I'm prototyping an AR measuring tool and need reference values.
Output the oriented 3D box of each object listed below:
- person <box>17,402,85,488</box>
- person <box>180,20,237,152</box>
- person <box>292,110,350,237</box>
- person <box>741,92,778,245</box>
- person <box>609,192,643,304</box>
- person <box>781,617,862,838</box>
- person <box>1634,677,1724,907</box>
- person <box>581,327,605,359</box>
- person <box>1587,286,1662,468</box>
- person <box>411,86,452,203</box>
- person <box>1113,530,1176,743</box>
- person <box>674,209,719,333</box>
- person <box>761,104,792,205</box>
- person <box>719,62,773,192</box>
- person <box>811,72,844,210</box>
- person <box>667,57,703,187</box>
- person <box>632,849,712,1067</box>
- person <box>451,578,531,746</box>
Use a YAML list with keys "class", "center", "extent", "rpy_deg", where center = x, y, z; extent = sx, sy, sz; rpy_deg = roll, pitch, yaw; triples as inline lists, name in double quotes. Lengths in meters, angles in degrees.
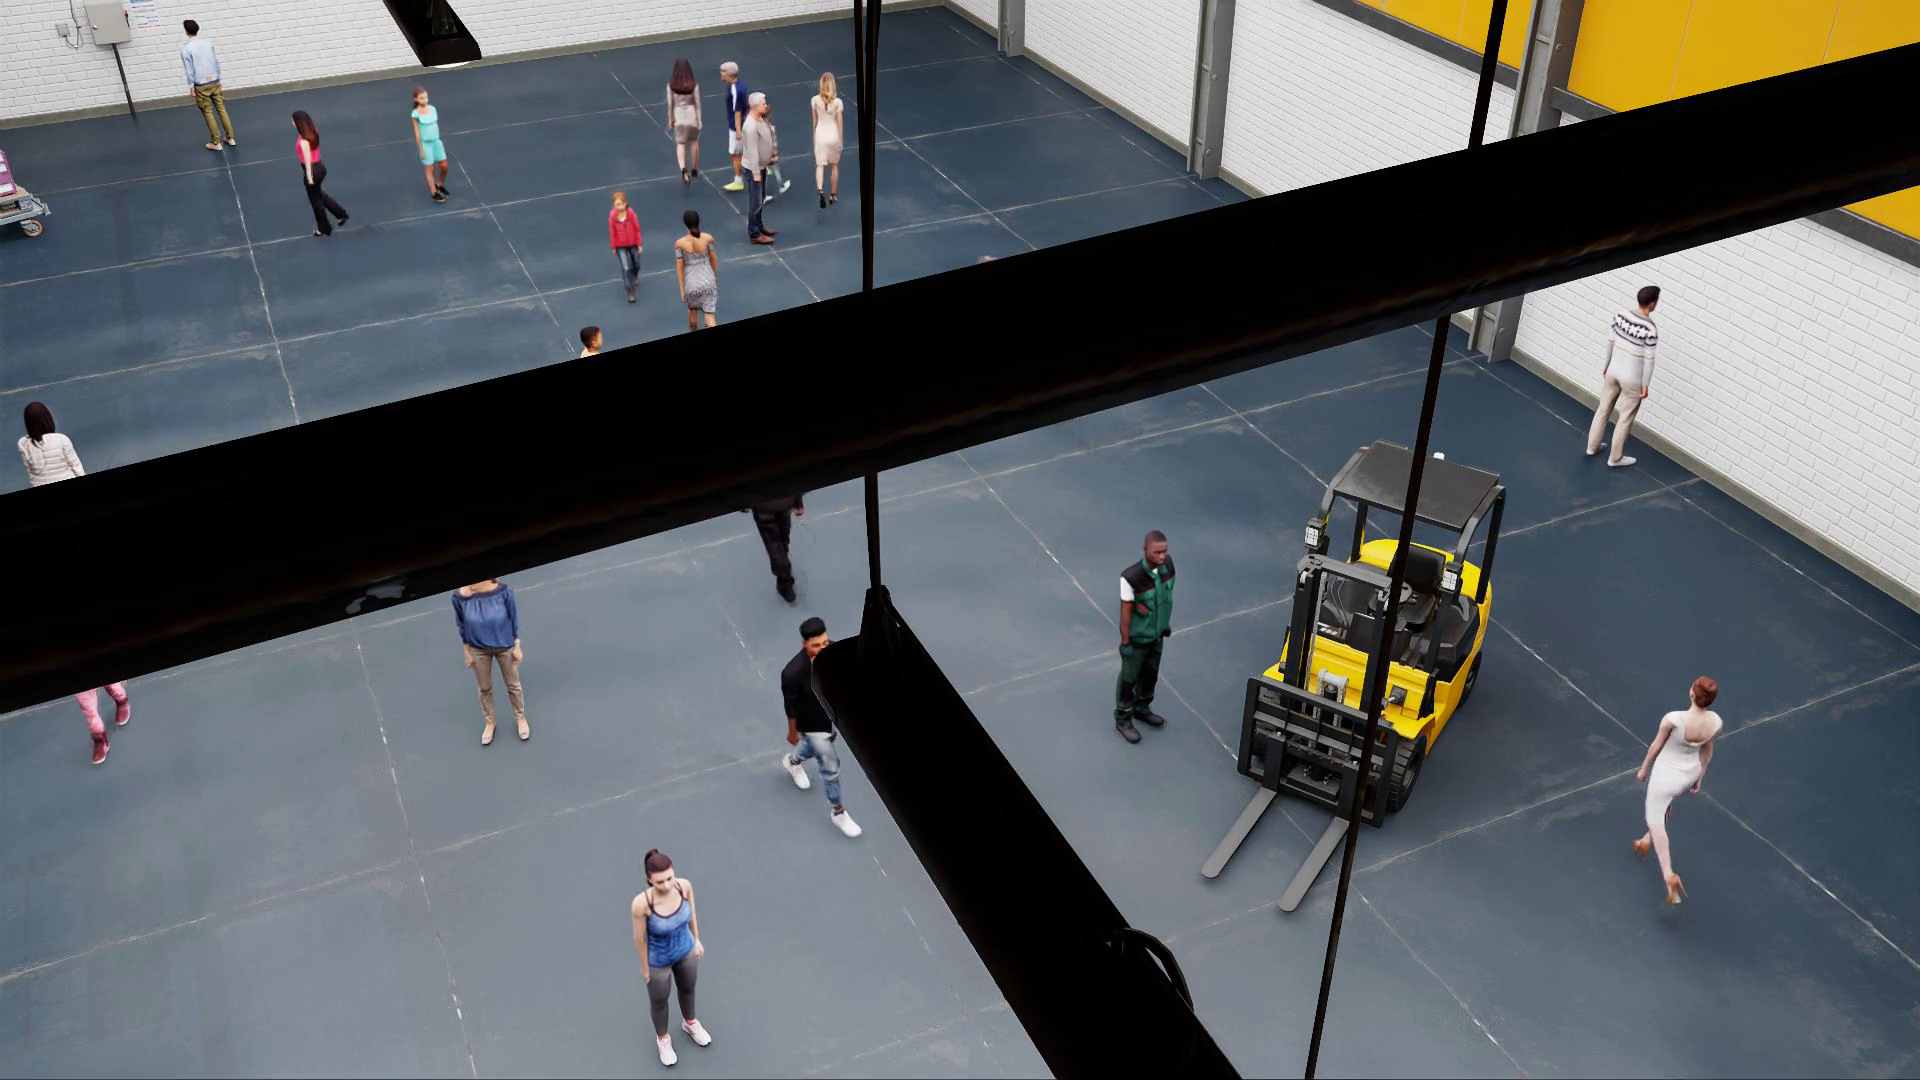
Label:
- class: "person"
  center: [-7.959, -0.472, 14.674]
  extent: [0.651, 1.636, 0.615]
  rpy_deg: [-7, 34, -11]
- class: "person"
  center: [-10.648, -6.430, 23.479]
  extent: [0.759, 1.810, 0.763]
  rpy_deg: [20, 39, 28]
- class: "person"
  center: [-8.025, -4.594, 20.864]
  extent: [0.796, 1.649, 0.751]
  rpy_deg: [-1, 34, -2]
- class: "person"
  center: [-2.541, -4.630, 20.687]
  extent: [0.878, 1.905, 0.762]
  rpy_deg: [3, 34, 5]
- class: "person"
  center: [-3.904, -3.471, 19.484]
  extent: [0.569, 1.306, 0.805]
  rpy_deg: [-10, 35, -14]
- class: "person"
  center: [-1.072, 1.231, 11.988]
  extent: [1.281, 1.773, 0.991]
  rpy_deg: [27, 42, 34]
- class: "person"
  center: [4.862, 1.698, 11.290]
  extent: [0.843, 1.767, 1.111]
  rpy_deg: [-1, 34, -1]
- class: "person"
  center: [-3.526, -1.413, 16.248]
  extent: [0.640, 1.461, 0.494]
  rpy_deg: [-25, 41, -32]
- class: "person"
  center: [6.480, -1.611, 16.185]
  extent: [0.763, 1.859, 0.504]
  rpy_deg: [-18, 37, -25]
- class: "person"
  center: [-7.031, -5.220, 21.895]
  extent: [0.664, 1.550, 0.628]
  rpy_deg: [28, 42, 35]
- class: "person"
  center: [1.400, 0.697, 12.731]
  extent: [0.757, 1.839, 0.719]
  rpy_deg: [-27, 42, -34]
- class: "person"
  center: [-2.750, -2.620, 17.785]
  extent: [0.725, 1.768, 1.127]
  rpy_deg: [-9, 35, -13]
- class: "person"
  center: [-2.590, -5.055, 21.892]
  extent: [0.863, 1.278, 0.889]
  rpy_deg: [19, 38, 26]
- class: "person"
  center: [-2.864, -5.477, 22.057]
  extent: [0.953, 1.797, 0.959]
  rpy_deg: [0, 34, 1]
- class: "person"
  center: [-1.735, -5.113, 21.498]
  extent: [0.895, 1.810, 1.053]
  rpy_deg: [4, 34, 6]
- class: "person"
  center: [-3.666, -5.537, 22.212]
  extent: [0.831, 1.726, 1.106]
  rpy_deg: [-3, 34, -4]
- class: "person"
  center: [-1.777, 2.530, 10.181]
  extent: [0.599, 1.610, 0.588]
  rpy_deg: [-21, 39, -28]
- class: "person"
  center: [-3.562, 0.817, 12.679]
  extent: [0.664, 1.698, 0.634]
  rpy_deg: [-7, 34, -10]
